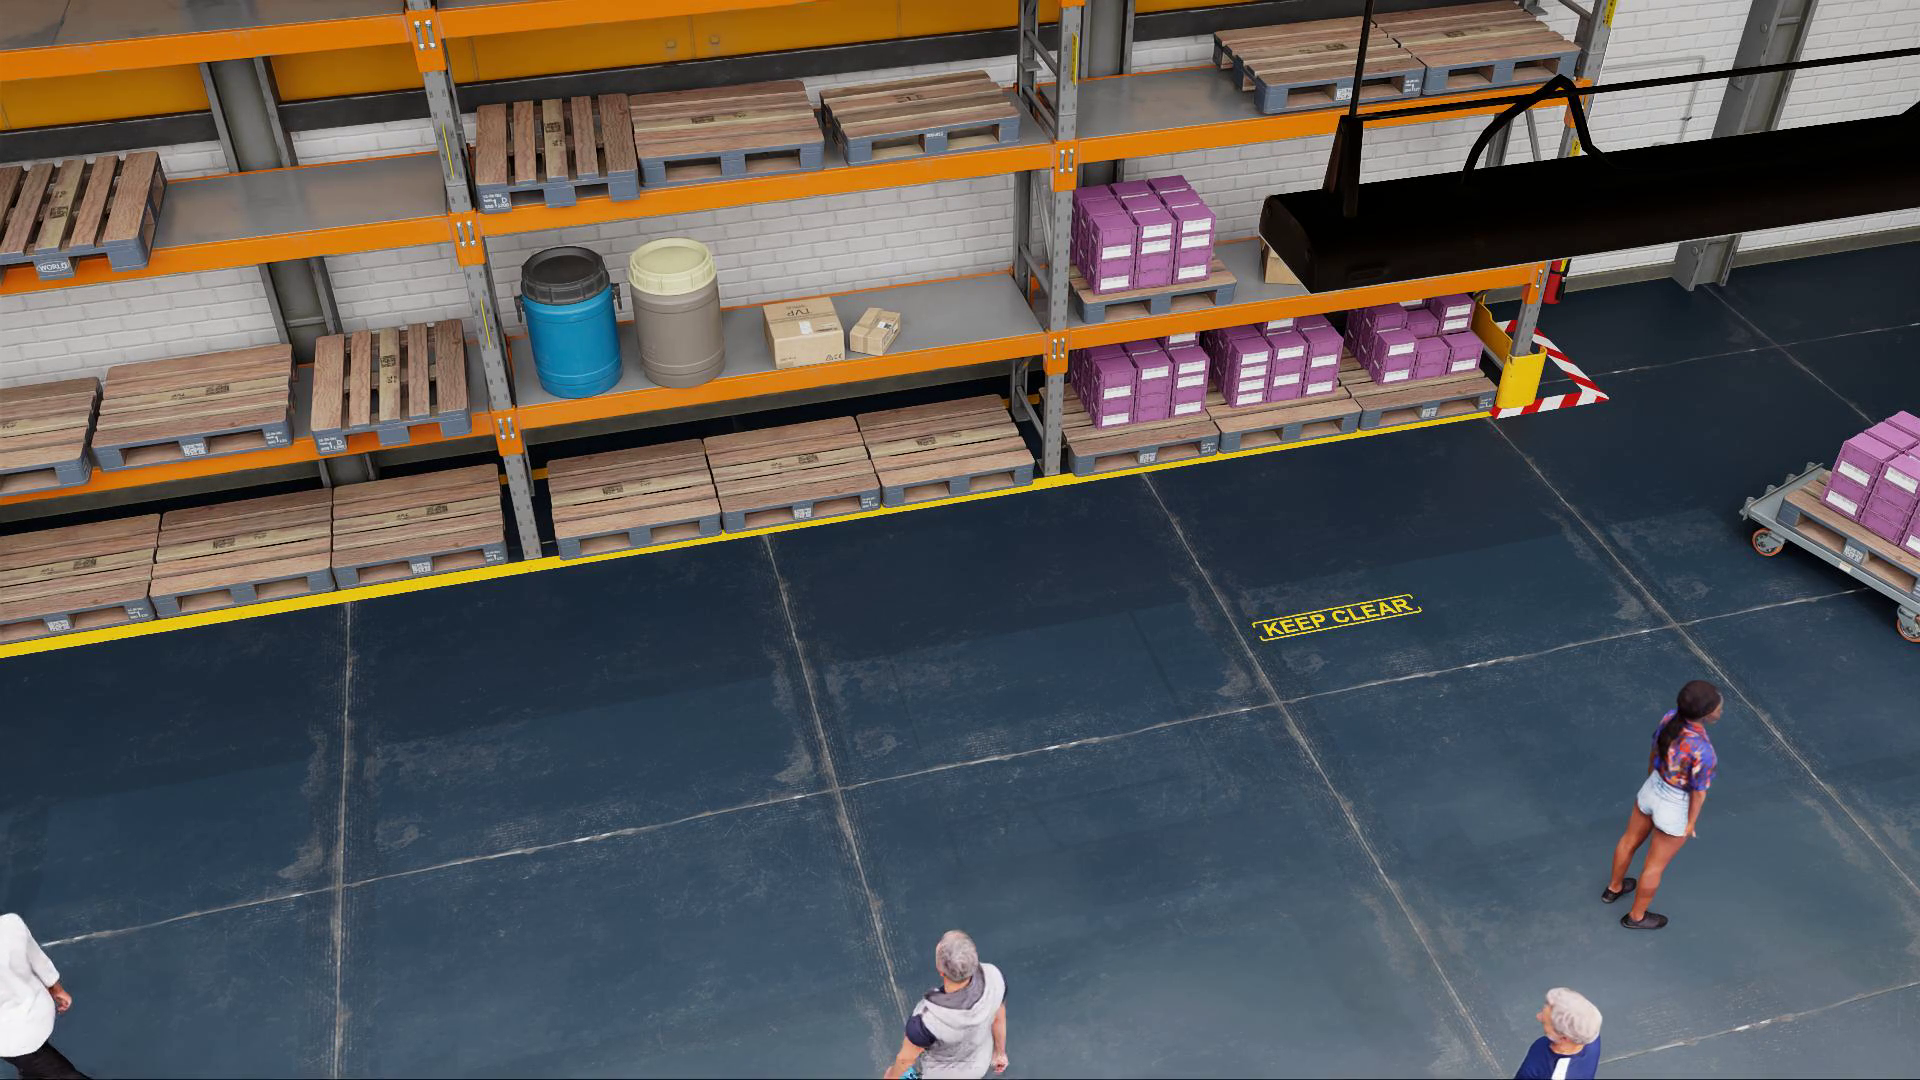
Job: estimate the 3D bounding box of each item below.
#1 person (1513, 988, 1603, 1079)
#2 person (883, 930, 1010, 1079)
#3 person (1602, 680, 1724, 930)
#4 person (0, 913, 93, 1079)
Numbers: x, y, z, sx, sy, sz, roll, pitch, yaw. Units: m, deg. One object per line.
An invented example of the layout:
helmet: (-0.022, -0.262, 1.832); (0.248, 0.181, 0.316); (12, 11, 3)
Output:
person: (2.640, 2.656, 7.611); (0.769, 1.833, 0.721); (17, 42, 21)
person: (0.048, 2.559, 7.779); (1.143, 1.775, 1.229); (32, 48, 33)
person: (3.891, 1.458, 9.184); (0.496, 1.744, 0.577); (-10, 40, -12)
person: (-4.493, 2.337, 8.060); (1.224, 1.772, 0.999); (9, 40, 12)
